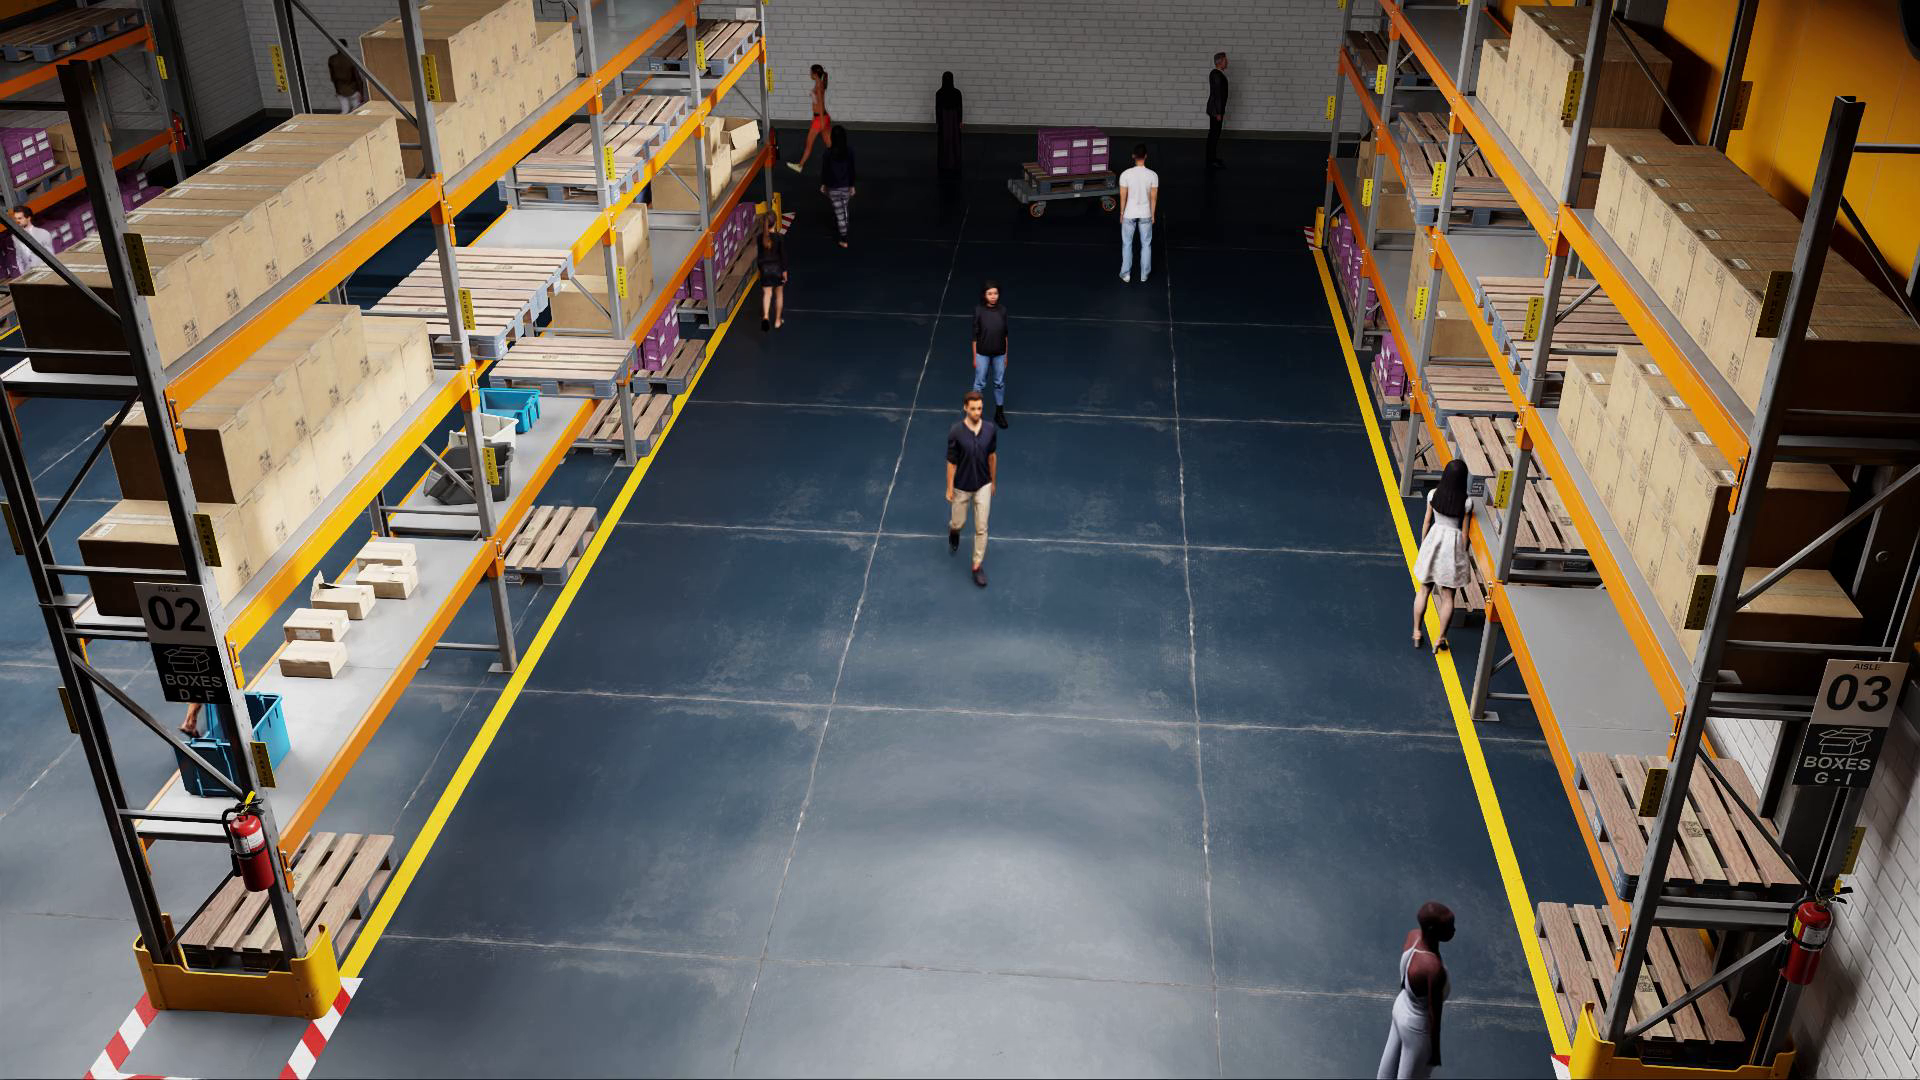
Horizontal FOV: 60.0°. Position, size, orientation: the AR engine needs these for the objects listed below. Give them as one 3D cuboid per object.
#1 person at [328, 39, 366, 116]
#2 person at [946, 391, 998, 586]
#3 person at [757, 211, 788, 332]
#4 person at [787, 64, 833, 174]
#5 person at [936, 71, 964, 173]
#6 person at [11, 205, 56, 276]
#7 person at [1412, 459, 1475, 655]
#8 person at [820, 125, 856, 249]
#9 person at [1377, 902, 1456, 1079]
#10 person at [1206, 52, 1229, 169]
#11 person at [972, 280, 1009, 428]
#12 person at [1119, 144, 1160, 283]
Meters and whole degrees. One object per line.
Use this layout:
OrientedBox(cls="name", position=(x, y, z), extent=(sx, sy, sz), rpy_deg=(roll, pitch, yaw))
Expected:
OrientedBox(cls="person", position=(-10.411, -7.558, 28.192), extent=(0.789, 1.811, 1.021), rpy_deg=(0, 29, 0))
OrientedBox(cls="person", position=(0.077, -0.530, 15.275), extent=(0.842, 1.843, 1.079), rpy_deg=(-7, 29, -12))
OrientedBox(cls="person", position=(-2.363, -3.325, 20.716), extent=(0.556, 1.541, 0.840), rpy_deg=(4, 29, 7))
OrientedBox(cls="person", position=(-2.146, -6.706, 26.691), extent=(0.661, 1.753, 1.029), rpy_deg=(2, 29, 4))
OrientedBox(cls="person", position=(-0.183, -6.807, 27.022), extent=(0.576, 1.614, 0.564), rpy_deg=(2, 29, 4))
OrientedBox(cls="person", position=(-11.064, -3.186, 20.149), extent=(0.675, 1.840, 0.671), rpy_deg=(2, 29, 4))
OrientedBox(cls="person", position=(4.112, 0.134, 14.135), extent=(0.775, 1.769, 0.797), rpy_deg=(18, 33, 30))
OrientedBox(cls="person", position=(-1.683, -4.994, 23.595), extent=(0.838, 1.714, 0.955), rpy_deg=(-13, 31, -22))
OrientedBox(cls="person", position=(2.542, 2.751, 9.322), extent=(0.684, 1.784, 0.496), rpy_deg=(-4, 29, -7))
OrientedBox(cls="person", position=(4.215, -7.072, 27.271), extent=(0.776, 1.842, 0.543), rpy_deg=(1, 29, 1))
OrientedBox(cls="person", position=(0.327, -2.028, 18.175), extent=(0.629, 1.696, 0.642), rpy_deg=(-8, 30, -14))
OrientedBox(cls="person", position=(2.386, -4.386, 22.324), extent=(0.682, 1.863, 0.574), rpy_deg=(0, 29, 1))
